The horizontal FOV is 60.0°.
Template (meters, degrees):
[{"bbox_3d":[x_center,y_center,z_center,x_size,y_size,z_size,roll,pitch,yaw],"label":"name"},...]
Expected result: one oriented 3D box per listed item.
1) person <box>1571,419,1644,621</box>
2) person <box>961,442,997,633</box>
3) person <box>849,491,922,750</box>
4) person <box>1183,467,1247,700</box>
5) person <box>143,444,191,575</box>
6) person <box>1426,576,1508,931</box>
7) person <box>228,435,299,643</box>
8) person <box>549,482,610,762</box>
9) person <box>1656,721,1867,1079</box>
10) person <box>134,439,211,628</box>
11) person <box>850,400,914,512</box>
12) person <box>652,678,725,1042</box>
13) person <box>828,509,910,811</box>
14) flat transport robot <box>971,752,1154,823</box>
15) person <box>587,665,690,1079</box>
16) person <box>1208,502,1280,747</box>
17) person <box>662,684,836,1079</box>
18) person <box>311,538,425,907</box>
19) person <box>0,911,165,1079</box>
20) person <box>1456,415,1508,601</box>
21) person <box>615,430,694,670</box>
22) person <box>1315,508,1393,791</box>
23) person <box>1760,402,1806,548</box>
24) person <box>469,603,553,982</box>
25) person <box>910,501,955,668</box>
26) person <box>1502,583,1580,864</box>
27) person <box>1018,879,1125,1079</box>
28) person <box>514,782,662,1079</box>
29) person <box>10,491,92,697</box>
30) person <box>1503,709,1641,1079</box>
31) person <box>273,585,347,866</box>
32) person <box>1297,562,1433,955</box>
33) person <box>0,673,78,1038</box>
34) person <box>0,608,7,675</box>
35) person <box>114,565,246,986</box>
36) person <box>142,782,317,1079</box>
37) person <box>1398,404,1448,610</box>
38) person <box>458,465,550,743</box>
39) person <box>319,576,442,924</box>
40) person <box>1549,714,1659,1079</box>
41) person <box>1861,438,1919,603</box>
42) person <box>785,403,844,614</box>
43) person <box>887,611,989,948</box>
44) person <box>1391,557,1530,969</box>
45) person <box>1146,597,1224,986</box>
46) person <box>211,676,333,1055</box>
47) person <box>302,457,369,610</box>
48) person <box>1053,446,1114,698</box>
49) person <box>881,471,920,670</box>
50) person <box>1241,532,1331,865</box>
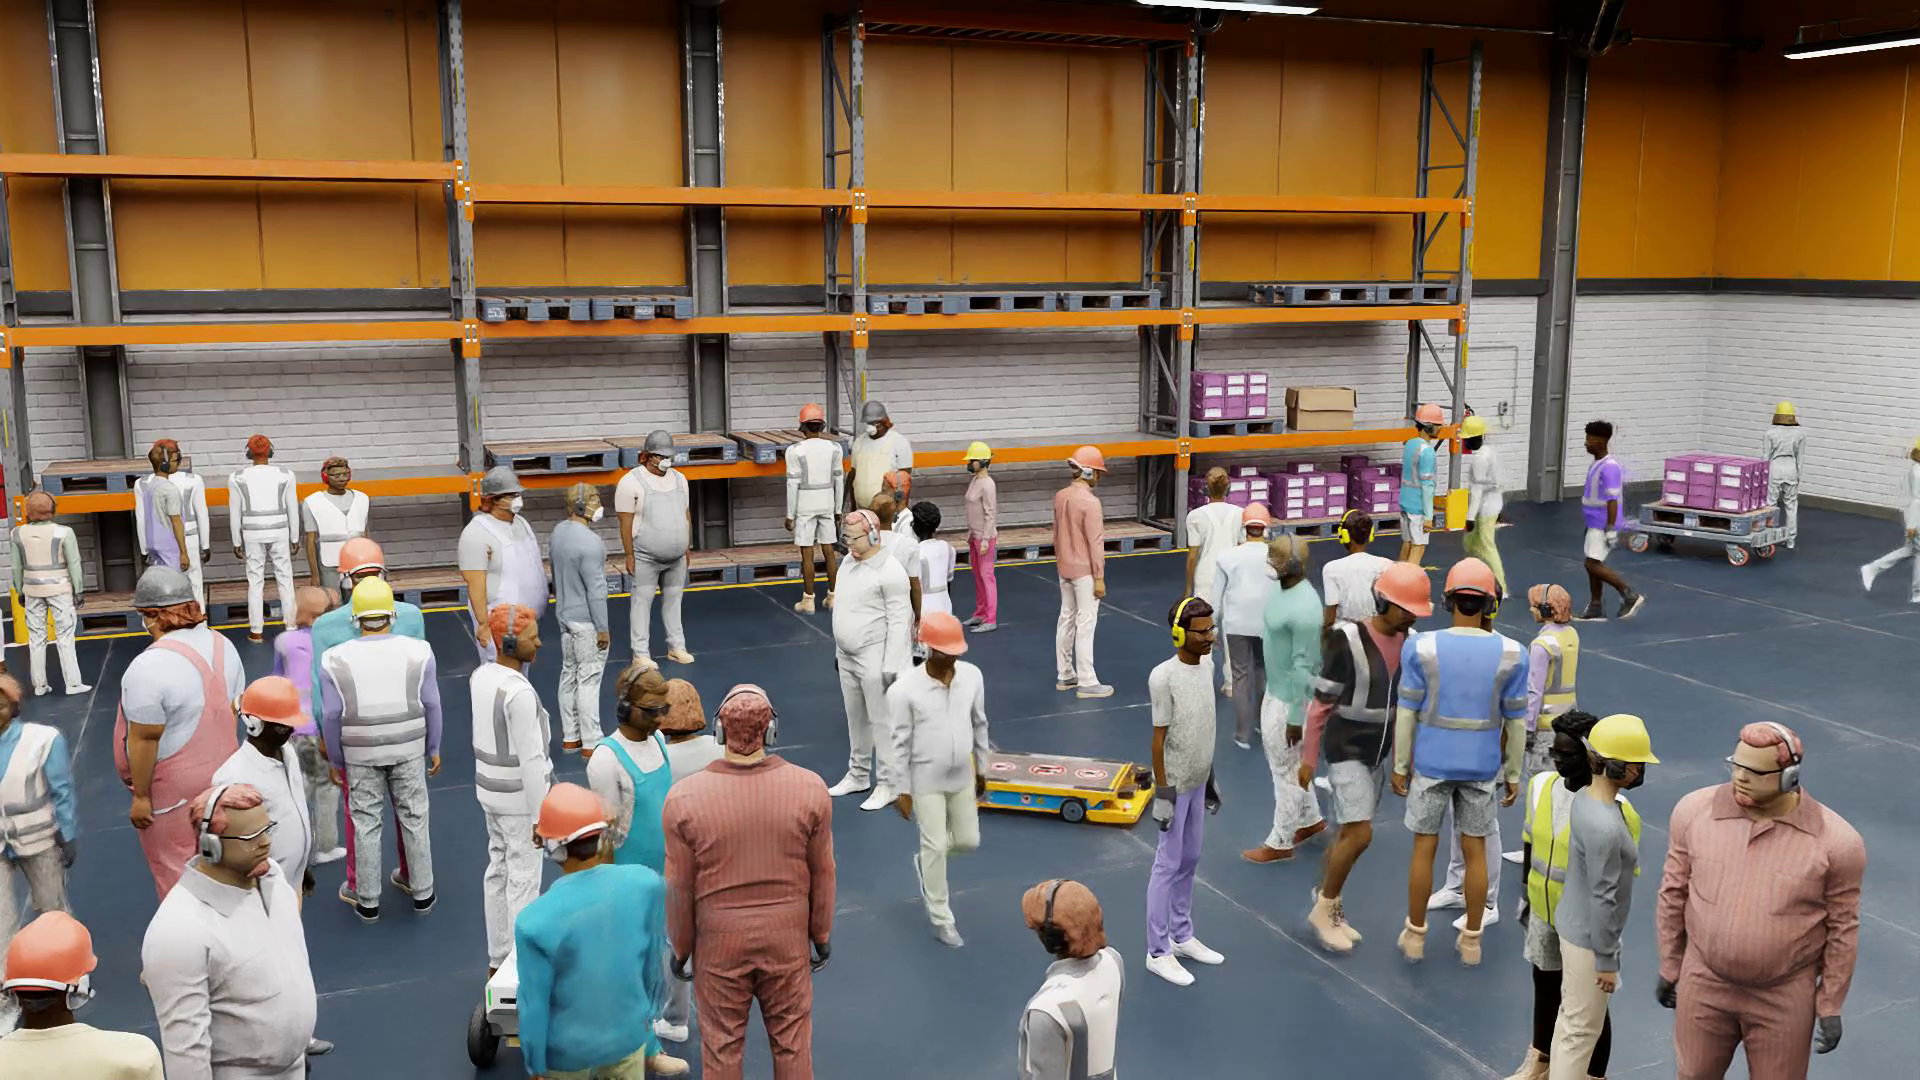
[{"bbox_3d":[6.096,-0.166,15.657,0.544,1.947,0.625,2,10,11],"label":"person"},{"bbox_3d":[0.179,-0.026,15.357,0.309,1.769,0.524,-3,10,-17],"label":"person"},{"bbox_3d":[-0.518,0.570,11.692,0.508,1.847,0.345,1,10,3],"label":"person"},{"bbox_3d":[1.988,0.349,12.964,0.505,1.846,0.346,-2,10,-10],"label":"person"},{"bbox_3d":[-6.879,0.087,14.474,0.514,1.844,0.333,7,12,35],"label":"person"},{"bbox_3d":[2.660,1.092,8.643,0.327,1.862,0.519,-3,10,-19],"label":"person"},{"bbox_3d":[-6.249,-0.013,14.980,0.573,1.876,0.355,-5,11,-25],"label":"person"},{"bbox_3d":[-2.597,0.560,11.490,0.369,1.937,0.631,-8,13,-39],"label":"person"},{"bbox_3d":[2.761,1.559,5.832,0.642,1.905,0.399,7,12,36],"label":"person"},{"bbox_3d":[-6.870,0.054,14.562,0.572,1.882,0.358,-3,10,-17],"label":"person"},{"bbox_3d":[-0.833,-0.405,16.744,0.681,2.000,0.536,5,11,27],"label":"person"},{"bbox_3d":[-1.233,1.417,7.422,0.286,1.633,0.499,10,14,44],"label":"person"},{"bbox_3d":[-0.605,0.747,10.515,0.407,1.903,0.639,-8,13,-38],"label":"person"},{"bbox_3d":[0.472,1.549,10.581,1.431,0.197,0.652,3,10,15],"label":"flat transport robot"},{"bbox_3d":[-1.328,1.411,6.872,0.341,1.836,0.517,3,10,16],"label":"person"},{"bbox_3d":[2.062,0.581,11.966,0.573,1.729,0.730,0,10,-2],"label":"person"},{"bbox_3d":[-0.791,1.480,6.277,0.641,1.908,0.407,-2,10,-14],"label":"person"},{"bbox_3d":[-3.166,0.973,8.957,0.613,1.988,0.406,-7,12,-36],"label":"person"},{"bbox_3d":[-2.418,1.859,4.530,0.575,1.749,0.336,-3,10,-17],"label":"person"},{"bbox_3d":[5.244,-0.311,16.644,0.606,1.881,0.601,3,10,16],"label":"person"},{"bbox_3d":[-2.522,0.070,14.009,0.680,2.000,0.535,-9,13,-41],"label":"person"},{"bbox_3d":[2.546,0.719,10.778,0.509,1.867,0.328,-3,10,-16],"label":"person"},{"bbox_3d":[9.739,-0.771,19.745,0.483,1.735,0.341,1,10,5],"label":"person"},{"bbox_3d":[-2.079,1.224,7.811,0.350,1.885,0.583,-8,13,-38],"label":"person"},{"bbox_3d":[-0.242,0.560,12.176,0.317,1.695,0.540,7,12,36],"label":"person"},{"bbox_3d":[3.366,1.054,9.523,0.319,1.631,0.518,9,13,41],"label":"person"},{"bbox_3d":[0.337,1.820,5.084,0.307,1.640,0.514,5,11,29],"label":"person"},{"bbox_3d":[-1.228,1.674,5.643,0.561,1.728,0.695,-8,13,-39],"label":"person"},{"bbox_3d":[-7.171,0.430,13.097,0.525,1.637,0.307,0,10,-3],"label":"person"},{"bbox_3d":[2.469,1.509,6.711,0.321,1.695,0.537,-6,11,-29],"label":"person"},{"bbox_3d":[-3.665,1.070,9.459,0.535,1.624,0.376,3,10,18],"label":"person"},{"bbox_3d":[2.037,1.082,8.321,0.666,1.989,0.582,-7,12,-34],"label":"person"},{"bbox_3d":[-4.342,1.384,7.671,0.523,1.619,0.694,-3,10,-18],"label":"person"},{"bbox_3d":[-6.369,0.750,10.513,0.597,1.894,0.383,-4,11,-22],"label":"person"},{"bbox_3d":[-3.787,1.107,8.036,0.535,2.000,0.687,2,10,13],"label":"person"},{"bbox_3d":[-2.201,1.671,5.170,0.406,1.906,0.654,1,10,4],"label":"person"},{"bbox_3d":[4.523,-0.317,16.286,0.418,2.035,0.601,-1,10,-5],"label":"person"},{"bbox_3d":[-3.113,0.496,11.554,0.538,2.000,0.685,3,10,17],"label":"person"},{"bbox_3d":[-3.014,1.093,8.707,0.590,1.837,0.404,-4,11,-22],"label":"person"},{"bbox_3d":[2.471,1.529,6.426,0.338,1.761,0.524,3,10,14],"label":"person"},{"bbox_3d":[9.471,-0.217,16.588,0.669,1.713,0.498,4,11,24],"label":"person"},{"bbox_3d":[-1.430,-0.304,16.156,0.613,2.041,0.393,-6,12,-31],"label":"person"},{"bbox_3d":[-0.129,1.181,8.503,0.584,1.726,0.564,-6,12,-32],"label":"person"},{"bbox_3d":[2.441,1.092,8.166,0.614,2.030,0.409,1,10,8],"label":"person"},{"bbox_3d":[1.103,1.190,8.050,0.329,1.873,0.512,8,12,37],"label":"person"},{"bbox_3d":[-2.893,1.427,7.043,0.338,1.742,0.561,0,10,2],"label":"person"},{"bbox_3d":[-5.082,0.231,13.639,0.389,1.846,0.567,8,13,38],"label":"person"},{"bbox_3d":[0.968,0.247,13.149,0.389,1.985,0.608,-5,11,-29],"label":"person"},{"bbox_3d":[-0.468,0.414,12.483,0.356,1.883,0.574,-3,10,-17],"label":"person"},{"bbox_3d":[1.887,0.904,9.532,0.454,1.944,0.640,0,10,1],"label":"person"}]
